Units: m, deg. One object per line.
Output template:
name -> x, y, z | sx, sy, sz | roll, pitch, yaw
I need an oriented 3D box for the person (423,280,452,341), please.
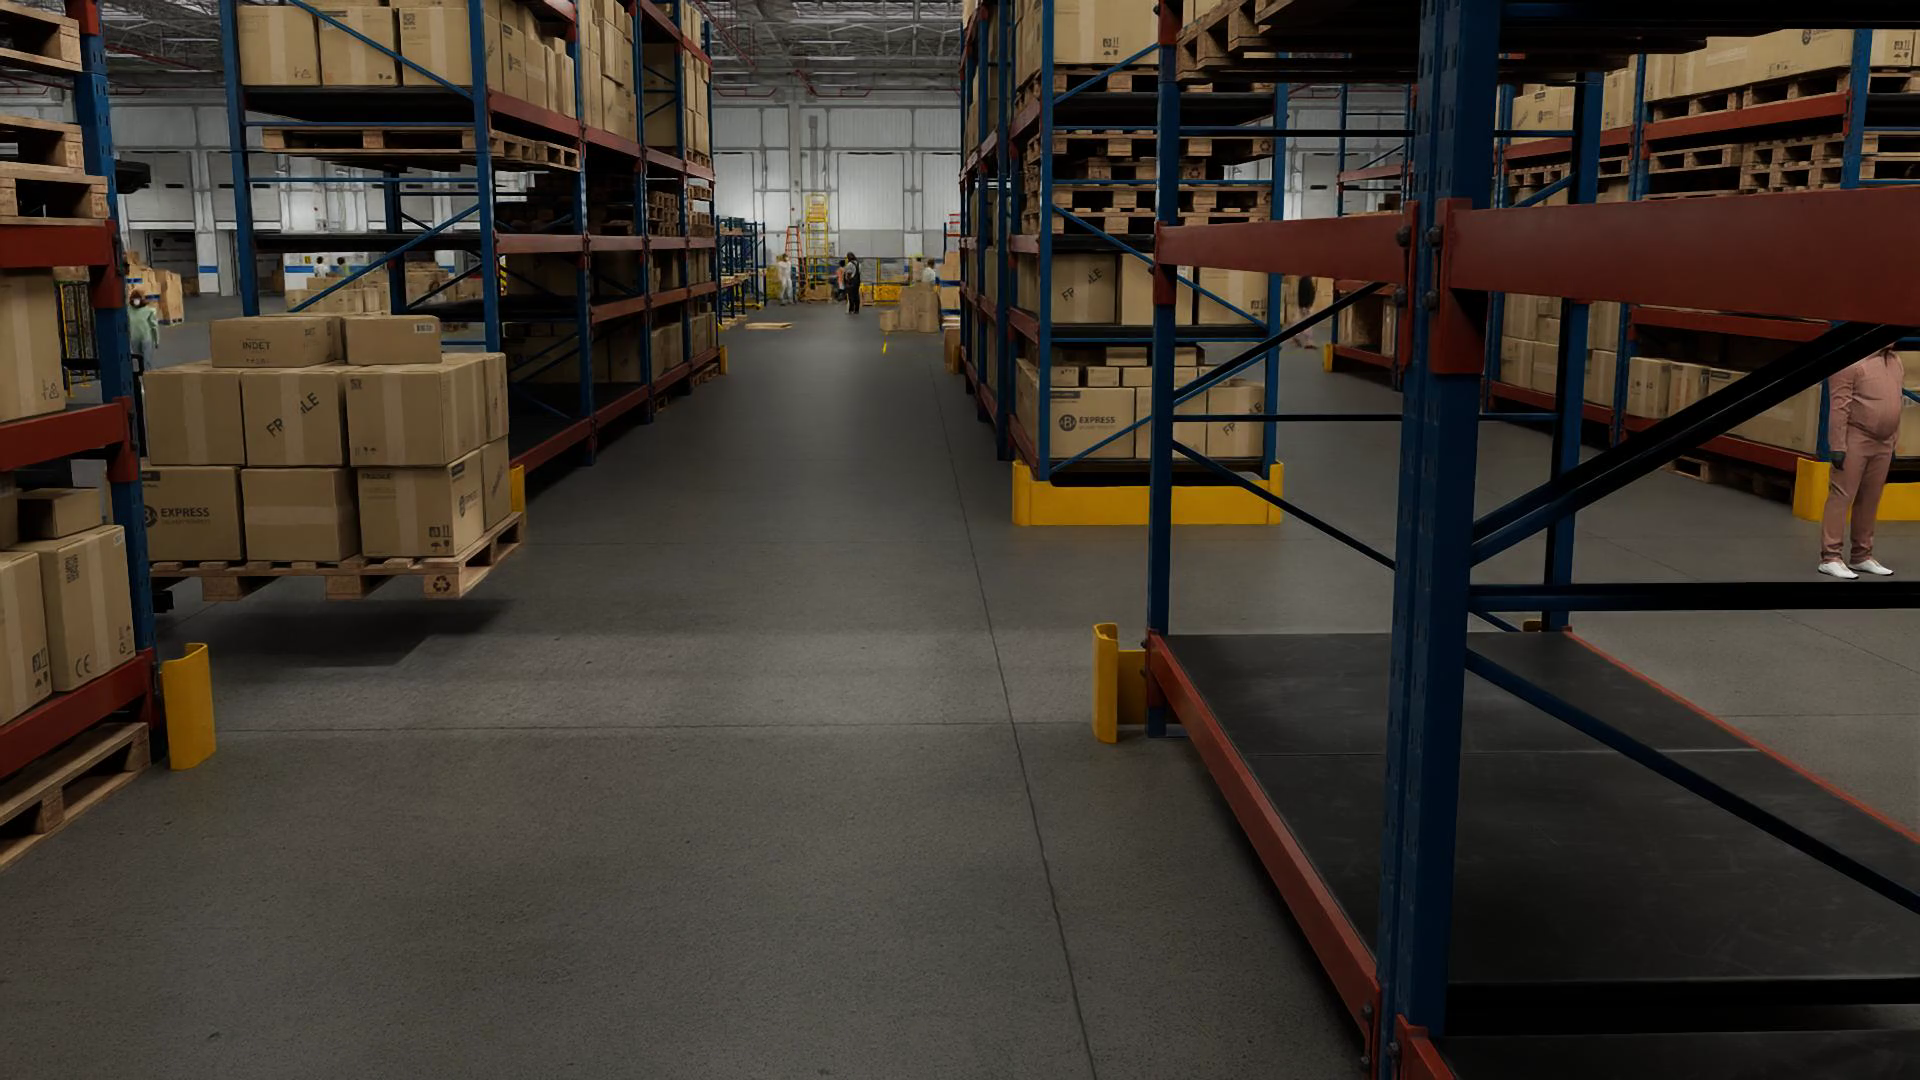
person -> -10.081, -4.184, 31.966 | 0.732, 1.612, 0.518 | 8, 13, 38

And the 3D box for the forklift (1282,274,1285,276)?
forklift -> 12.295, -10.027, 60.977 | 1.129, 2.768, 1.873 | 0, 10, -2

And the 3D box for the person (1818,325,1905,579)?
person -> 6.342, -0.676, 11.634 | 0.642, 1.900, 0.400 | -4, 11, -23

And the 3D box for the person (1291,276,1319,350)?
person -> 7.521, -5.098, 36.122 | 0.573, 1.953, 0.659 | 4, 11, 19

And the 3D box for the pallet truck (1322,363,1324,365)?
pallet truck -> 7.712, -4.157, 30.737 | 1.885, 1.965, 0.823 | 3, 11, 16

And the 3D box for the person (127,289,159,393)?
person -> -12.686, -3.053, 25.689 | 0.520, 1.608, 0.715 | -1, 10, -4

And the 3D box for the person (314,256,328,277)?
person -> -22.187, -8.934, 57.744 | 0.525, 1.851, 0.432 | -9, 14, -42

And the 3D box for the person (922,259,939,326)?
person -> -0.897, -6.833, 45.992 | 1.077, 1.886, 0.631 | -3, 10, -14

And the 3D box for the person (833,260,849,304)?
person -> -4.463, -9.682, 62.461 | 0.847, 1.661, 0.538 | -6, 12, -32

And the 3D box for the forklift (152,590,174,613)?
forklift -> -5.858, -0.811, 9.639 | 1.873, 2.768, 1.129 | -1, 10, -3

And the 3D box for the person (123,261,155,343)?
person -> -18.501, -5.247, 37.025 | 0.984, 1.911, 0.633 | -6, 12, -29

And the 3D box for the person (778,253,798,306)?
person -> -6.246, -9.410, 60.246 | 0.936, 1.902, 0.660 | 10, 14, 43

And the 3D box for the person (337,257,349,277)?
person -> -21.920, -9.138, 59.084 | 0.974, 1.790, 0.654 | 1, 10, 5

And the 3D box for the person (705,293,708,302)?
person -> -9.123, -9.230, 59.186 | 0.588, 1.930, 0.363 | 3, 10, 14

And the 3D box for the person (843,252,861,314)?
person -> -3.531, -8.351, 53.980 | 0.536, 2.000, 0.673 | 6, 12, 31

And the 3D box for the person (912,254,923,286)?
person -> -1.609, -10.207, 64.778 | 0.610, 1.870, 0.977 | 10, 14, 44
